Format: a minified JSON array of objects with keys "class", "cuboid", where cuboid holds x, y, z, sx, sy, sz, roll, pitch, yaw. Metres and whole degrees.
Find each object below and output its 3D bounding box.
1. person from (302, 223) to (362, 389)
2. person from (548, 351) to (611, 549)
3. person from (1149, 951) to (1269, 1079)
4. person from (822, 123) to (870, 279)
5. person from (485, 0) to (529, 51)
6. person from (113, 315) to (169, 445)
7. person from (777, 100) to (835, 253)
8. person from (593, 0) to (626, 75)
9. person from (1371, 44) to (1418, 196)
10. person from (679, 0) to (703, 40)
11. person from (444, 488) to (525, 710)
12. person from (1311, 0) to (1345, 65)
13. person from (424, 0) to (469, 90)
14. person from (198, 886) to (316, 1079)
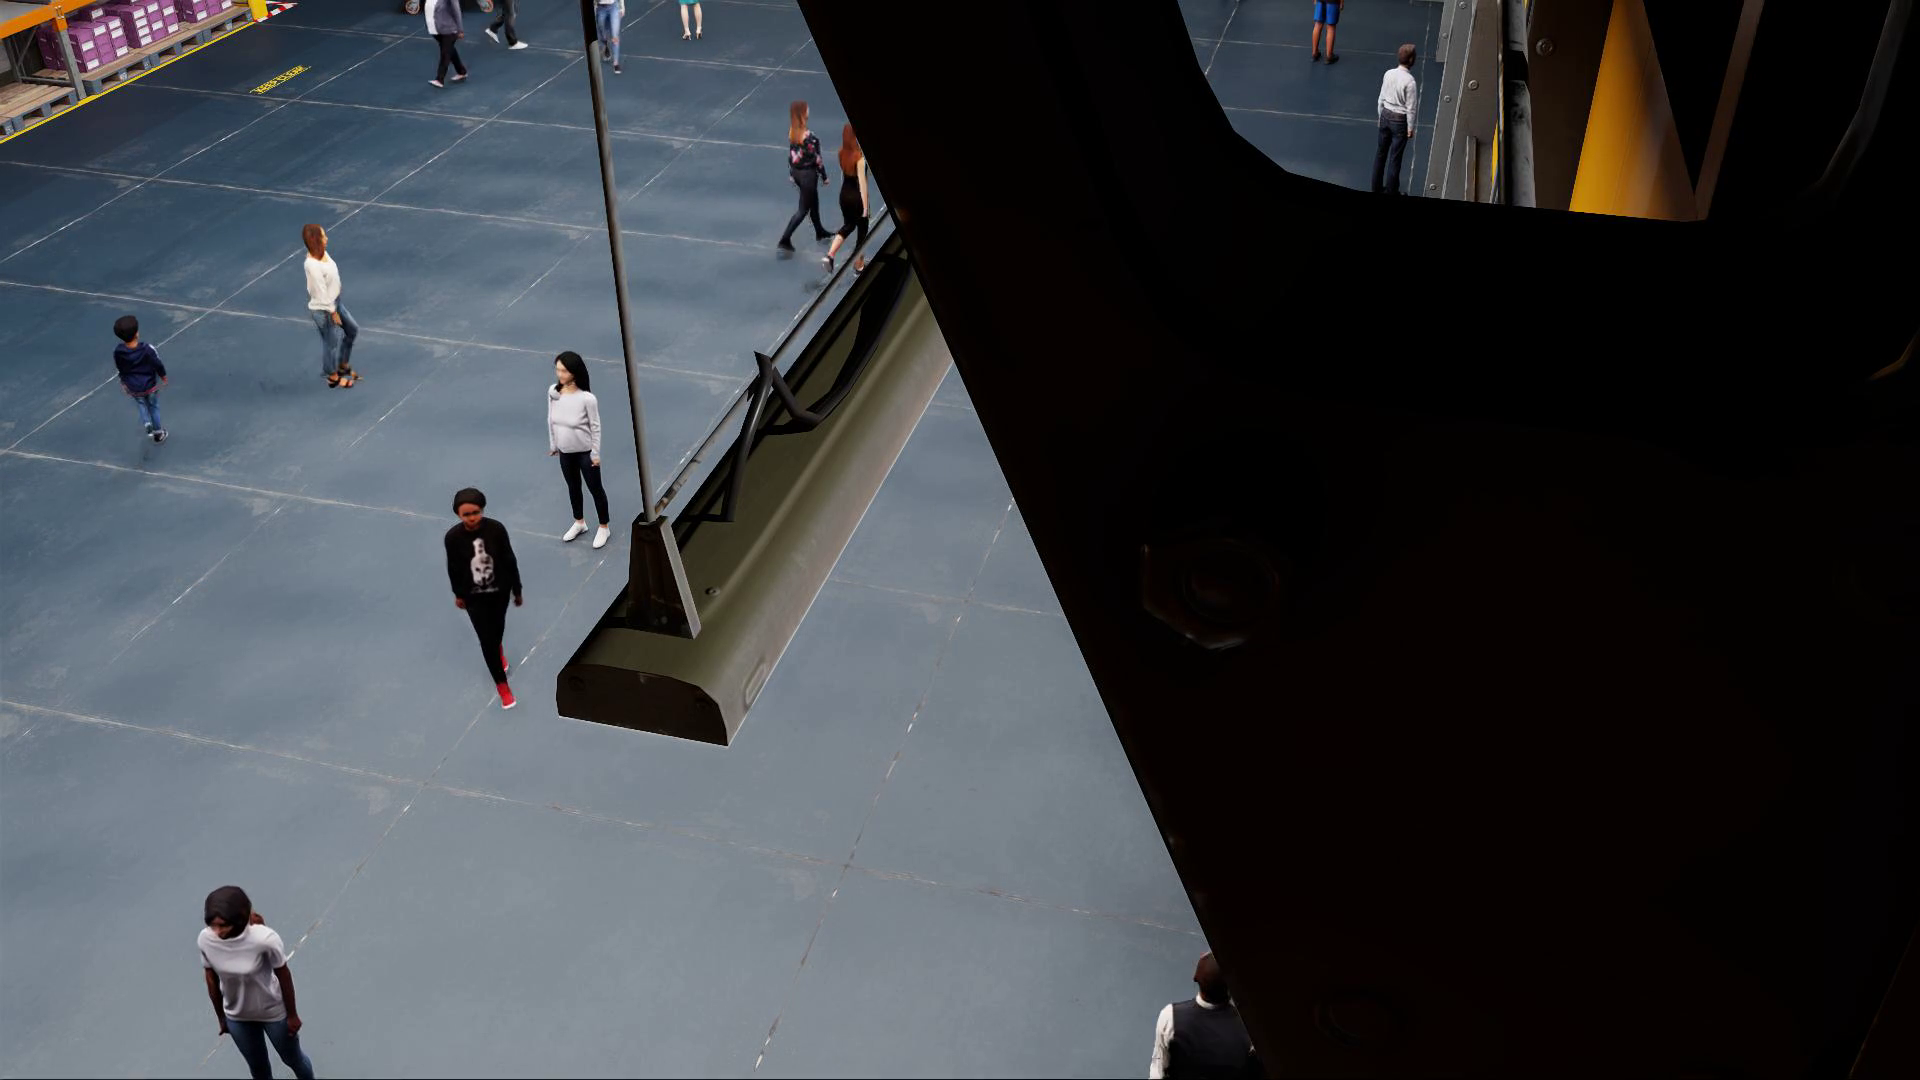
[{"class":"person","cuboid":[-5.987,-2.158,15.490,0.794,1.669,0.671,-5,34,-8]},{"class":"person","cuboid":[-3.054,-0.739,13.325,0.630,1.701,0.579,12,35,17]},{"class":"person","cuboid":[1.156,2.771,7.894,0.775,1.867,1.306,12,35,17]},{"class":"person","cuboid":[-1.194,-3.546,17.538,0.975,1.712,0.842,-27,42,-35]},{"class":"person","cuboid":[-6.743,-8.038,24.215,0.924,1.802,0.891,-10,35,-15]},{"class":"person","cuboid":[-7.279,-1.394,14.751,0.613,1.213,0.631,-6,34,-9]},{"class":"person","cuboid":[-1.746,-3.943,18.186,1.098,1.656,0.979,-22,39,-29]},{"class":"person","cuboid":[-4.984,-7.486,23.500,0.892,1.673,1.057,-8,34,-11]},{"class":"person","cuboid":[5.105,-4.909,19.493,0.770,1.819,0.740,-23,40,-30]},{"class":"person","cuboid":[-4.051,-8.303,24.714,0.613,1.691,0.655,-14,36,-20]},{"class":"person","cuboid":[-3.367,0.324,11.790,1.029,1.630,1.138,-14,36,-20]},{"class":"person","cuboid":[5.273,-7.743,23.780,0.668,1.793,0.668,21,39,29]},{"class":"person","cuboid":[-7.062,-7.072,22.982,0.903,1.559,1.082,23,40,31]},{"class":"person","cuboid":[-3.603,2.421,8.555,0.634,1.719,0.603,1,34,1]}]
